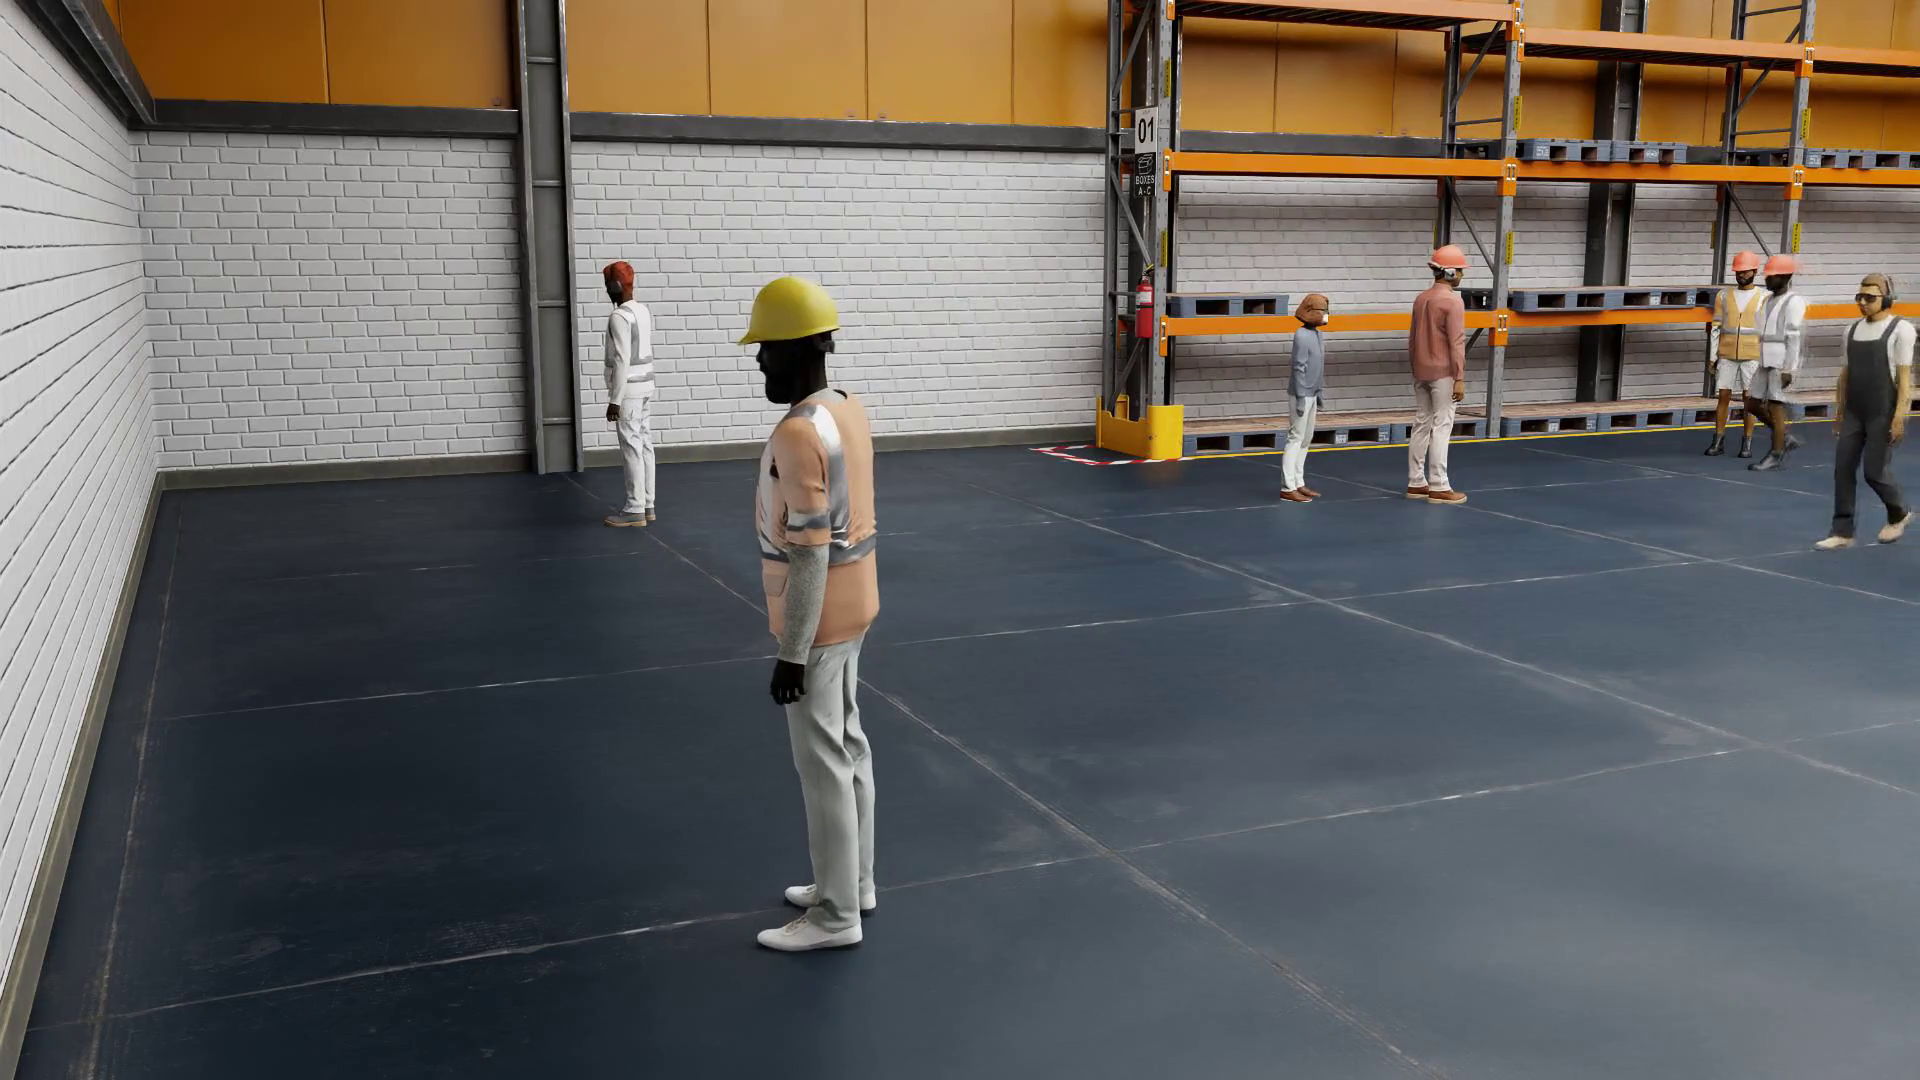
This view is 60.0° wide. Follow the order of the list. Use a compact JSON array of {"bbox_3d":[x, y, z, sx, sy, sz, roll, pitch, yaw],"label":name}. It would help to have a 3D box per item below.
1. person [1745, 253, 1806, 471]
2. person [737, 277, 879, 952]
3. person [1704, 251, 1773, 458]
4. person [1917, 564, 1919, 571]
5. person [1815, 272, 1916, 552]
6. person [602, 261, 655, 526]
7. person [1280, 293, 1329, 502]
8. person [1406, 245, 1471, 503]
[{"bbox_3d":[7.219,-1.554,14.666,0.491,1.924,0.551,-2,10,-9],"label":"person"},{"bbox_3d":[-0.433,0.219,4.760,0.386,1.922,0.594,2,10,10],"label":"person"},{"bbox_3d":[7.321,-1.735,15.614,0.553,1.935,0.363,8,13,36],"label":"person"},{"bbox_3d":[6.049,-0.723,9.987,0.371,1.935,0.627,1,10,8],"label":"person"},{"bbox_3d":[5.950,-0.822,10.819,0.589,1.831,0.523,-4,11,-21],"label":"person"},{"bbox_3d":[-2.368,-1.031,11.872,0.355,1.874,0.573,2,10,9],"label":"person"},{"bbox_3d":[2.709,-1.112,13.024,0.303,1.623,0.499,5,11,26],"label":"person"},{"bbox_3d":[3.742,-1.286,12.951,0.396,1.992,0.622,-3,11,-18],"label":"person"}]
